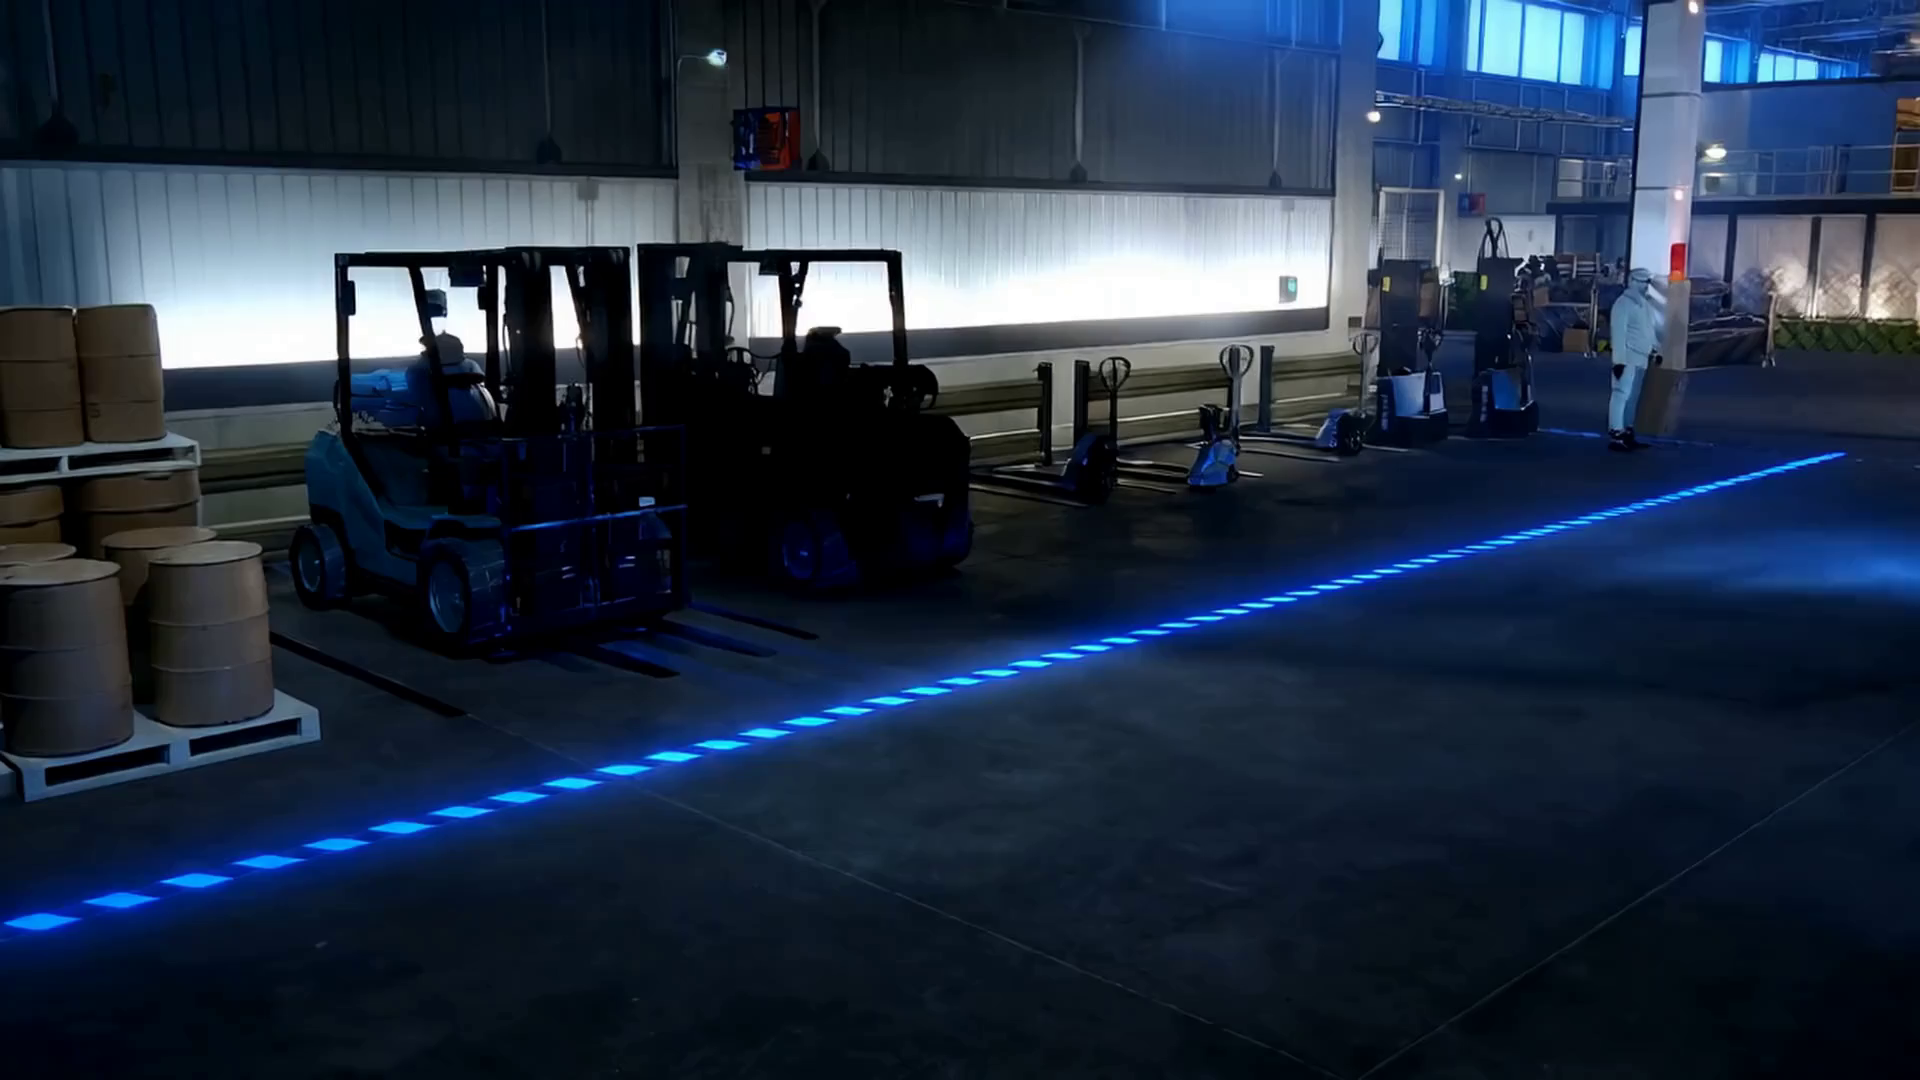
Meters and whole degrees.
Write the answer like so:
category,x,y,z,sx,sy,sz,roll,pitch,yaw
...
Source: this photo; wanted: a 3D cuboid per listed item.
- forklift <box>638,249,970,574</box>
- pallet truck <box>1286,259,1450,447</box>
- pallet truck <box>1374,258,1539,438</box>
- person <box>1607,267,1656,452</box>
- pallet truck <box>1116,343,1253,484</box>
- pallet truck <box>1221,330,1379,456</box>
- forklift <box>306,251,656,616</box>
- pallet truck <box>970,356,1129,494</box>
category,x,y,z,sx,sy,sz,roll,pitch,yaw
forklift,-1.173,-0.958,11.239,2.680,1.987,1.157,10,14,43
pallet truck,4.493,-2.078,18.196,0.823,1.965,1.885,-9,14,-40
pallet truck,5.704,-2.208,18.901,1.885,1.965,0.823,10,14,43
person,7.018,-1.874,17.329,0.639,1.910,0.407,-9,14,-42
pallet truck,1.962,-1.215,15.415,1.522,1.261,0.704,10,14,43
pallet truck,3.563,-1.581,17.381,0.653,1.274,1.630,-10,14,-44
forklift,-2.833,-0.669,9.694,1.157,1.987,2.680,-10,14,-44
pallet truck,0.784,-1.085,14.876,0.680,1.201,1.601,-10,14,-44
